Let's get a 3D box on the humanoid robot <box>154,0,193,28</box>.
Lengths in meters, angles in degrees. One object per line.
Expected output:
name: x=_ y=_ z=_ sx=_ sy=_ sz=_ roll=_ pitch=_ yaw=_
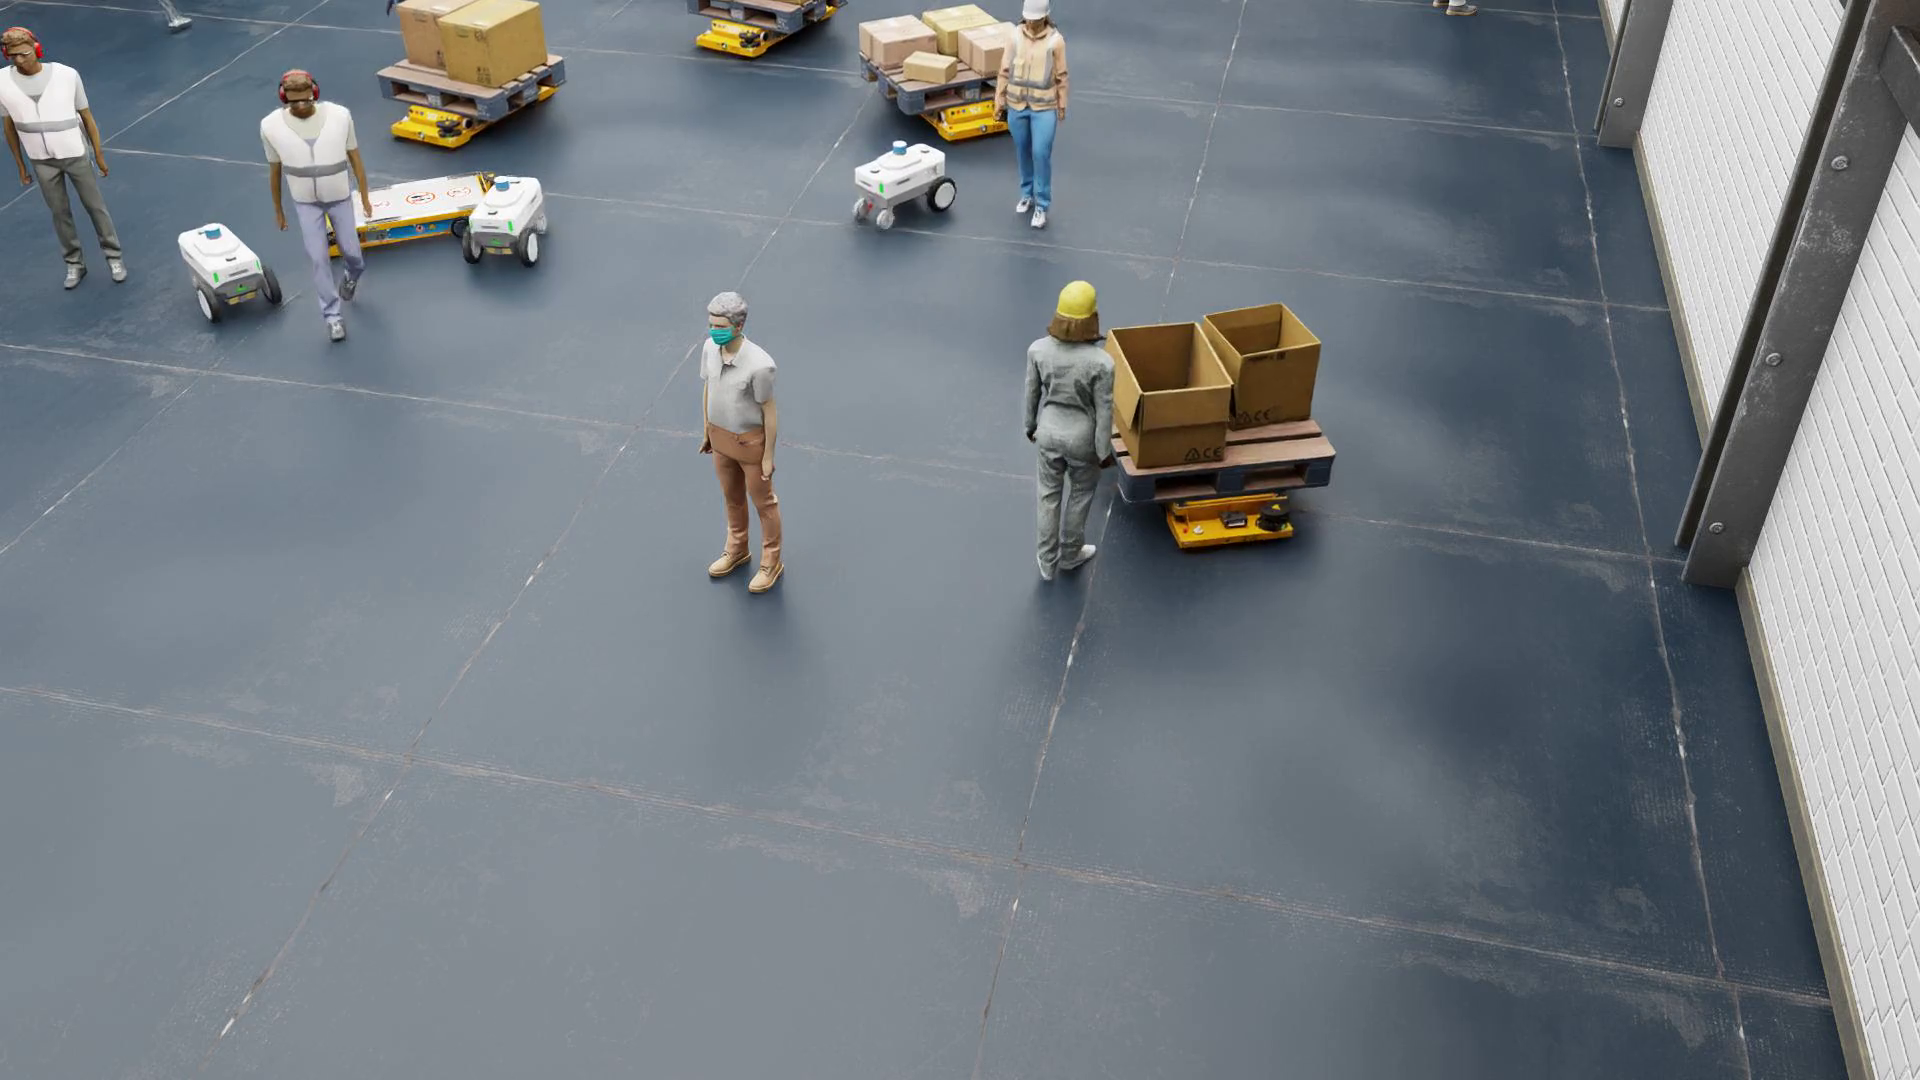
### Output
humanoid robot: x=-7.498 y=-5.541 z=15.450 sx=0.536 sy=1.843 sz=0.745 roll=14 pitch=39 yaw=18

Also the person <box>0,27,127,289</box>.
person: x=-6.180 y=-2.631 z=11.425 sx=0.568 sy=1.840 sz=0.372 roll=-10 pitch=38 yaw=-13

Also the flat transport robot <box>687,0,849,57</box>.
flat transport robot: x=-1.828 y=-4.959 z=15.854 sx=0.659 sy=0.231 sz=1.431 roll=19 pitch=41 yaw=23

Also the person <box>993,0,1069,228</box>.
person: x=0.500 y=-3.161 z=12.243 sx=0.507 sy=1.711 sz=0.613 roll=13 pitch=39 yaw=17

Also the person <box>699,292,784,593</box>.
person: x=-1.151 y=-0.512 z=8.668 sx=0.474 sy=1.747 sz=0.321 roll=21 pitch=42 yaw=26

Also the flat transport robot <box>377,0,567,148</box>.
flat transport robot: x=-4.134 y=-3.743 z=14.227 sx=0.659 sy=0.231 sz=1.431 roll=16 pitch=40 yaw=21

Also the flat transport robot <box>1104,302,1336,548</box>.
flat transport robot: x=1.423 y=-0.459 z=9.833 sx=0.659 sy=0.231 sz=1.431 roll=-6 pitch=37 yaw=-8

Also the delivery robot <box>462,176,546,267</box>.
delivery robot: x=-3.299 y=-2.361 z=12.131 sx=0.499 sy=0.586 sz=0.772 roll=4 pitch=37 yaw=5

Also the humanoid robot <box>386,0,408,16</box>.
humanoid robot: x=-4.695 y=-4.785 z=14.497 sx=0.601 sy=1.654 sz=0.723 roll=-28 pitch=45 yaw=-32

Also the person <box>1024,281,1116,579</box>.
person: x=0.572 y=-0.557 z=8.741 sx=0.507 sy=1.729 sz=0.387 roll=16 pitch=40 yaw=20

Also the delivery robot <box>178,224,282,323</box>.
delivery robot: x=-5.093 y=-1.881 z=11.513 sx=0.499 sy=0.614 sz=0.815 roll=-27 pitch=44 yaw=-31

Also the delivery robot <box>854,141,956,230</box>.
delivery robot: x=-0.444 y=-2.740 z=12.636 sx=0.773 sy=0.582 sz=0.499 roll=-30 pitch=46 yaw=-34

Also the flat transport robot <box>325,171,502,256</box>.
flat transport robot: x=-4.120 y=-2.455 z=12.504 sx=1.431 sy=0.231 sz=0.659 roll=-13 pitch=39 yaw=-17

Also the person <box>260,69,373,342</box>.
person: x=-4.205 y=-2.258 z=10.952 sx=0.621 sy=1.816 sz=0.659 roll=-12 pitch=38 yaw=-16

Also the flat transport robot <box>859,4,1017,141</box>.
flat transport robot: x=-0.113 y=-3.828 z=14.341 sx=0.659 sy=0.231 sz=1.431 roll=-16 pitch=40 yaw=-21

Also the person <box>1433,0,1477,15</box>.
person: x=4.867 y=-6.000 z=15.899 sx=0.343 sy=1.882 sz=0.585 roll=-10 pitch=38 yaw=-13
